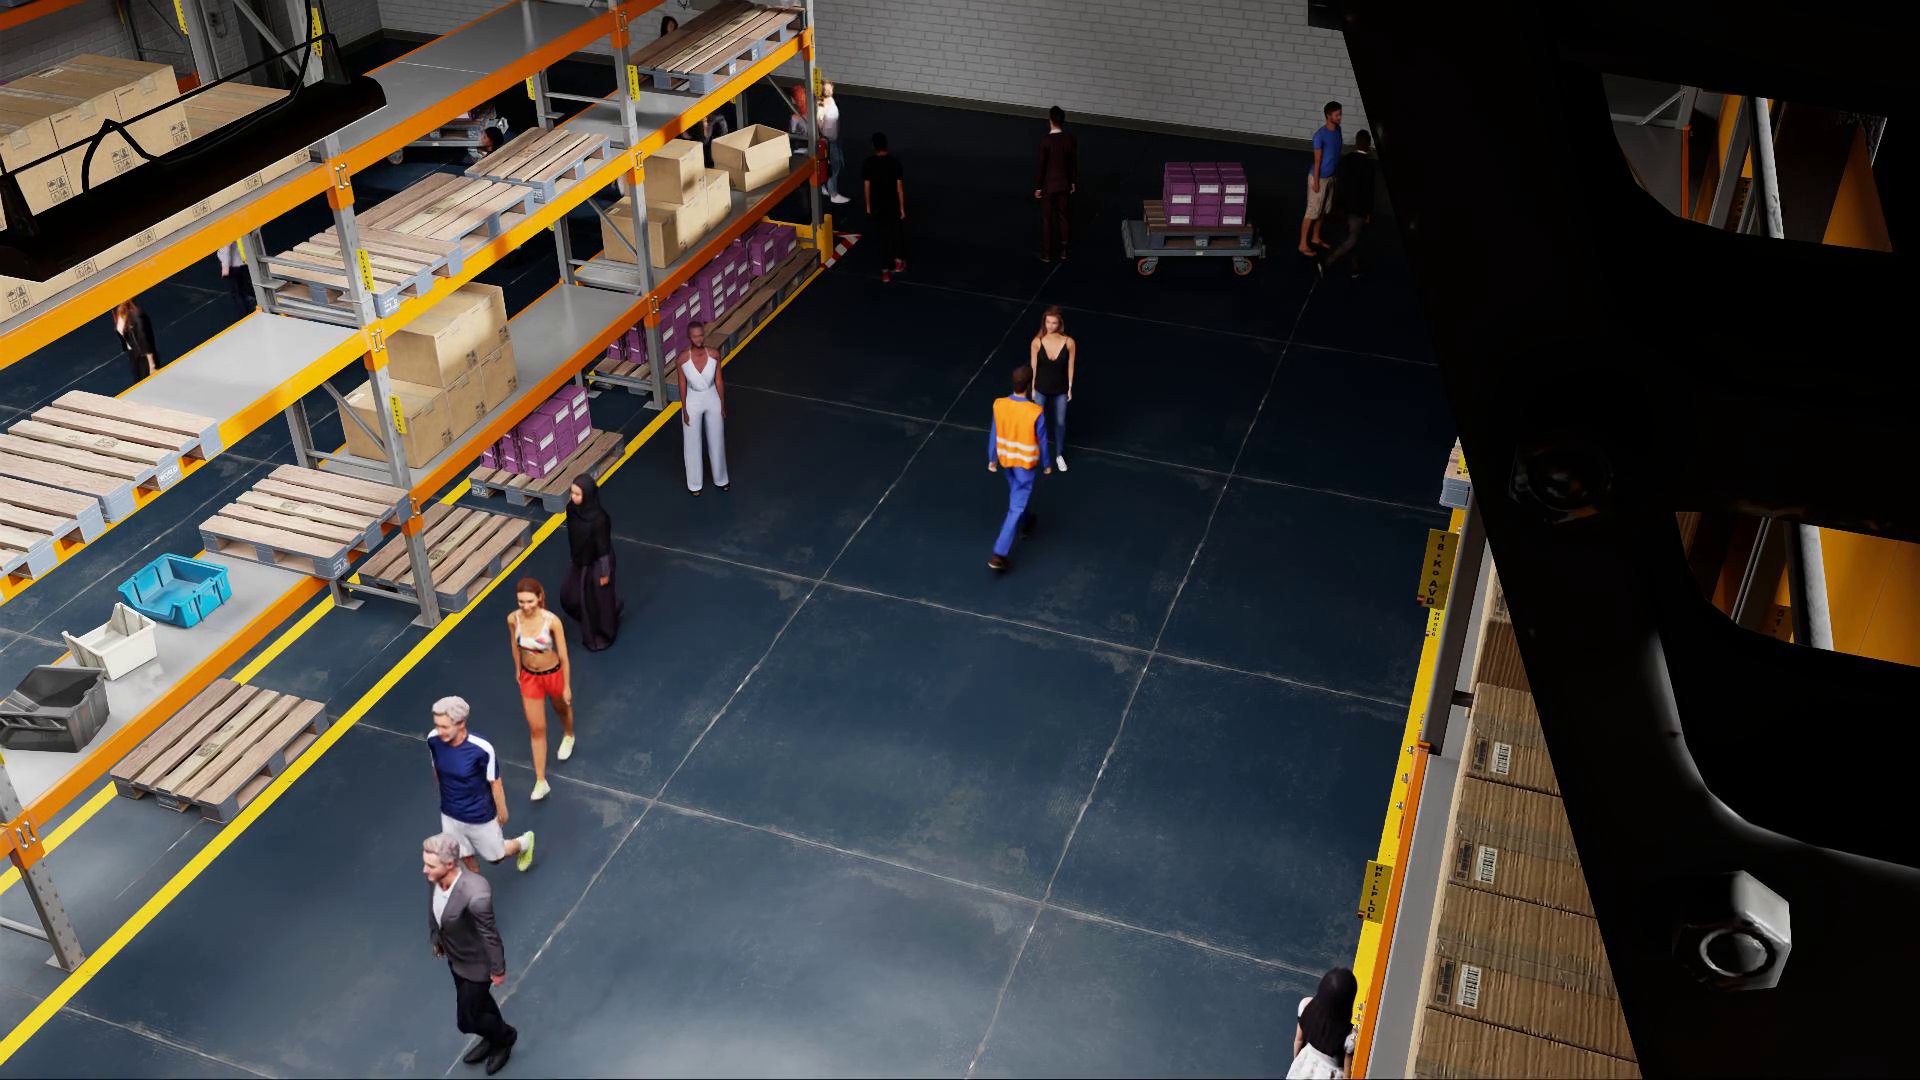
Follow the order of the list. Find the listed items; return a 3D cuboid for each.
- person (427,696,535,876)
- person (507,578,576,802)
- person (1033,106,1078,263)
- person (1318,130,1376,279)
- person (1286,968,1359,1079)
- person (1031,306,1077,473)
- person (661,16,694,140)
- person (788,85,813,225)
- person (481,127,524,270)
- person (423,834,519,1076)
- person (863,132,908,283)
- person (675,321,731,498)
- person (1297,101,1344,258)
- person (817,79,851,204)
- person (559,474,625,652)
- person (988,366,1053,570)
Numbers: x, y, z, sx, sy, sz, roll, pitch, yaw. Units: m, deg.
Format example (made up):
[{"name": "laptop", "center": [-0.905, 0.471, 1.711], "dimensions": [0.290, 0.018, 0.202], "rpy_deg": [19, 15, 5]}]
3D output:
[{"name": "person", "center": [-3.163, 1.714, 10.898], "dimensions": [0.646, 1.821, 0.986], "rpy_deg": [10, 35, 15]}, {"name": "person", "center": [-2.998, 0.950, 12.104], "dimensions": [0.817, 1.761, 1.145], "rpy_deg": [3, 34, 4]}, {"name": "person", "center": [1.130, -4.236, 19.811], "dimensions": [0.767, 1.864, 0.823], "rpy_deg": [-14, 36, -20]}, {"name": "person", "center": [4.502, -3.818, 19.269], "dimensions": [1.195, 1.769, 1.108], "rpy_deg": [-15, 37, -22]}, {"name": "person", "center": [1.957, 2.988, 9.029], "dimensions": [0.799, 1.769, 0.775], "rpy_deg": [-25, 41, -32]}, {"name": "person", "center": [0.863, -1.442, 15.736], "dimensions": [0.659, 1.722, 0.627], "rpy_deg": [1, 34, 1]}, {"name": "person", "center": [-4.046, -6.549, 23.450], "dimensions": [1.010, 1.687, 0.949], "rpy_deg": [-25, 41, -32]}, {"name": "person", "center": [-1.883, -4.763, 20.689], "dimensions": [0.673, 1.770, 0.520], "rpy_deg": [18, 38, 25]}, {"name": "person", "center": [-5.432, -4.073, 19.714], "dimensions": [0.723, 1.701, 0.663], "rpy_deg": [-14, 36, -20]}, {"name": "person", "center": [-2.841, 2.405, 9.854], "dimensions": [0.848, 1.826, 0.818], "rpy_deg": [27, 42, 34]}, {"name": "person", "center": [-0.883, -3.825, 19.310], "dimensions": [0.735, 1.734, 0.813], "rpy_deg": [7, 34, 10]}, {"name": "person", "center": [-2.379, -1.215, 15.343], "dimensions": [0.642, 1.781, 0.690], "rpy_deg": [-12, 36, -18]}, {"name": "person", "center": [4.366, -4.380, 20.030], "dimensions": [0.787, 1.862, 0.639], "rpy_deg": [28, 43, 35]}, {"name": "person", "center": [-1.755, -5.055, 21.197], "dimensions": [0.810, 1.694, 0.718], "rpy_deg": [3, 34, 4]}, {"name": "person", "center": [-2.926, 0.138, 13.462], "dimensions": [0.742, 1.608, 0.859], "rpy_deg": [24, 40, 31]}, {"name": "person", "center": [0.469, -0.595, 14.369], "dimensions": [0.877, 1.825, 1.291], "rpy_deg": [19, 38, 26]}]
